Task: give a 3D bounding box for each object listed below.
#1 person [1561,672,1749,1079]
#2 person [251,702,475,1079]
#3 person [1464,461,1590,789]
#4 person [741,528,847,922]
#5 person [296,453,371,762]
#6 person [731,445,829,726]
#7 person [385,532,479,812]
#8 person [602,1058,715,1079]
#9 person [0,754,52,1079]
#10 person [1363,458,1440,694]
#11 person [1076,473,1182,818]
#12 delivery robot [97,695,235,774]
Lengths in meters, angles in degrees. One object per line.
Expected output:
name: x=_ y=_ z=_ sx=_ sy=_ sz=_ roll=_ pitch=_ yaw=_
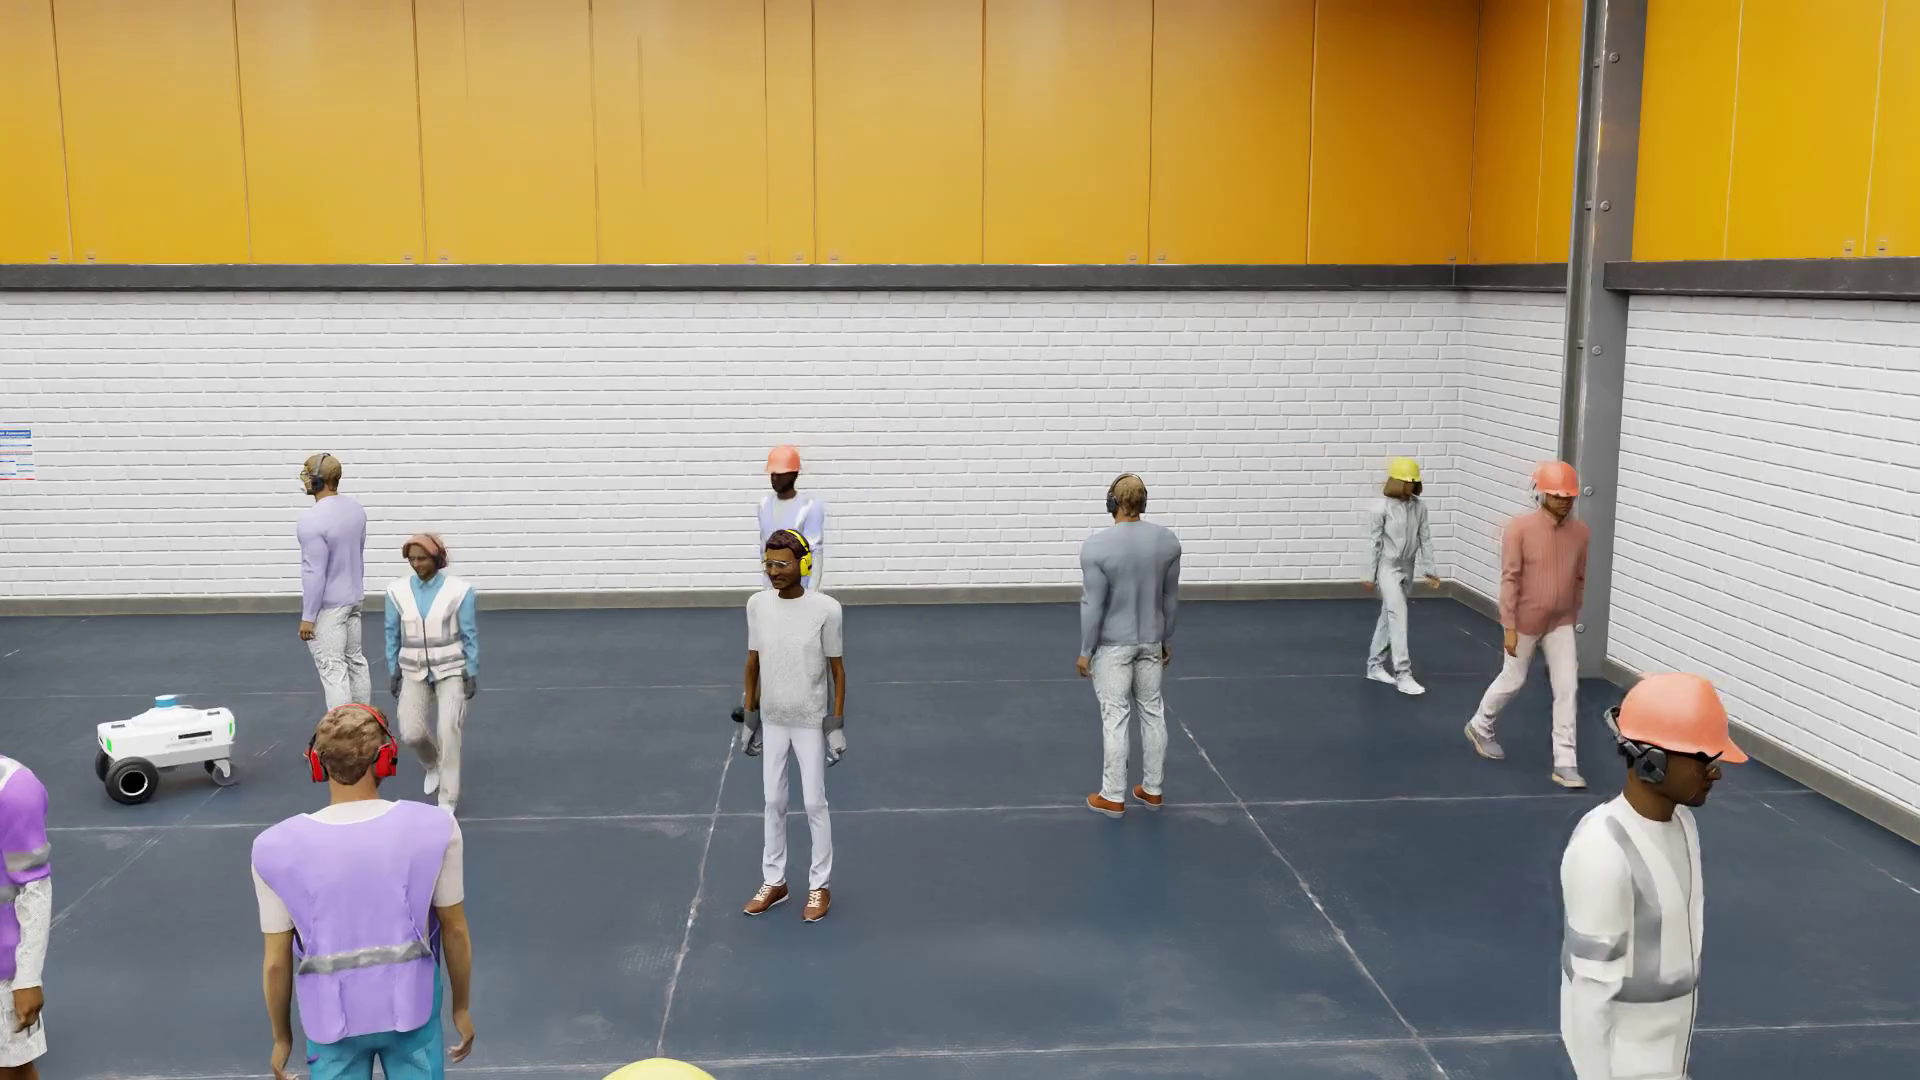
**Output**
person: x=1.735 y=1.329 z=4.397 sx=0.639 sy=2.029 sz=0.636 roll=9 pitch=12 yaw=43
person: x=-1.671 y=1.375 z=4.719 sx=0.563 sy=1.837 sz=0.388 roll=-3 pitch=10 yaw=-20
person: x=3.477 y=0.466 z=10.095 sx=0.626 sy=1.961 sz=0.935 roll=-2 pitch=9 yaw=-15
person: x=-0.786 y=0.864 z=7.831 sx=0.535 sy=1.868 sz=0.309 roll=3 pitch=10 yaw=18
person: x=-3.932 y=0.418 z=10.412 sx=0.370 sy=1.940 sz=0.630 roll=1 pitch=9 yaw=8
person: x=-1.181 y=0.306 z=11.235 sx=0.562 sy=1.890 sz=0.983 roll=5 pitch=10 yaw=27
person: x=-2.941 y=0.748 z=9.333 sx=0.514 sy=1.623 sz=0.442 roll=0 pitch=9 yaw=-1
person: x=-0.447 y=1.686 z=2.483 sx=0.374 sy=1.928 sz=0.584 roll=3 pitch=9 yaw=16
person: x=-3.021 y=1.271 z=5.053 sx=0.542 sy=1.939 sz=0.361 roll=2 pitch=9 yaw=15
person: x=3.263 y=0.257 z=12.144 sx=0.492 sy=1.709 sz=0.778 roll=-6 pitch=11 yaw=-33
person: x=0.938 y=0.589 z=9.335 sx=0.627 sy=1.941 sz=0.372 roll=-4 pitch=10 yaw=-24
delivery robot: x=-4.667 y=1.158 z=9.800 sx=0.707 sy=0.478 sz=0.477 roll=-6 pitch=11 yaw=-34
